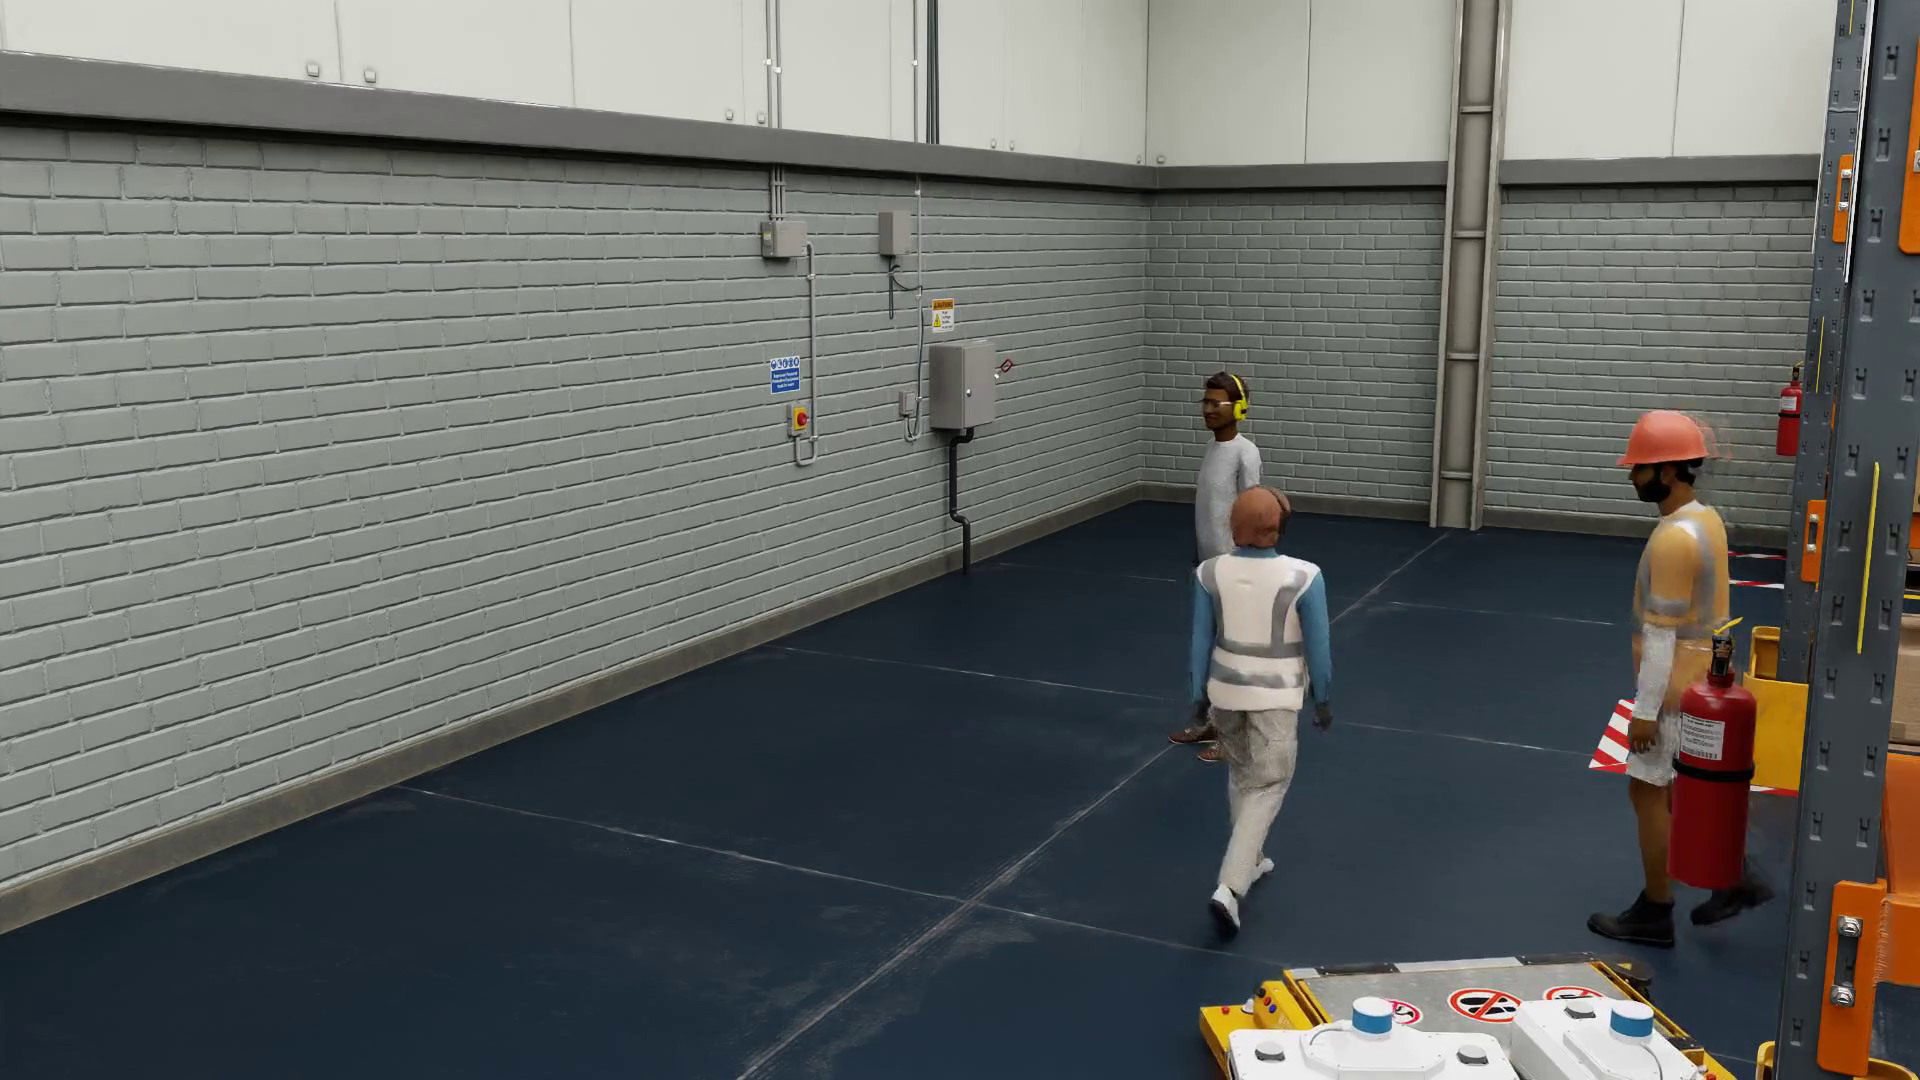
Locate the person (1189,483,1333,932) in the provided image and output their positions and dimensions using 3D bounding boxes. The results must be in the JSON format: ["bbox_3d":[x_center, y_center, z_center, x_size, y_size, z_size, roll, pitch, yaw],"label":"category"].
[{"bbox_3d":[1.072,0.600,6.141,0.514,1.607,0.785,7,13,35],"label":"person"}]

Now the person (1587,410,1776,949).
[{"bbox_3d":[2.525,0.506,5.827,0.558,1.914,0.576,6,12,31],"label":"person"}]

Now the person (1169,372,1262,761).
[{"bbox_3d":[1.249,0.126,8.020,0.321,1.873,0.532,-3,11,-18],"label":"person"}]

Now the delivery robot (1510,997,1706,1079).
[{"bbox_3d":[1.709,1.426,4.265,0.477,0.478,0.707,-1,10,-7],"label":"delivery robot"}]

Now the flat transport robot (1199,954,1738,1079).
[{"bbox_3d":[1.497,1.487,4.967,1.431,0.197,0.652,-1,10,-7],"label":"flat transport robot"}]

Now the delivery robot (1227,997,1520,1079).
[{"bbox_3d":[1.051,1.423,4.284,0.707,0.478,0.477,0,10,2],"label":"delivery robot"}]
